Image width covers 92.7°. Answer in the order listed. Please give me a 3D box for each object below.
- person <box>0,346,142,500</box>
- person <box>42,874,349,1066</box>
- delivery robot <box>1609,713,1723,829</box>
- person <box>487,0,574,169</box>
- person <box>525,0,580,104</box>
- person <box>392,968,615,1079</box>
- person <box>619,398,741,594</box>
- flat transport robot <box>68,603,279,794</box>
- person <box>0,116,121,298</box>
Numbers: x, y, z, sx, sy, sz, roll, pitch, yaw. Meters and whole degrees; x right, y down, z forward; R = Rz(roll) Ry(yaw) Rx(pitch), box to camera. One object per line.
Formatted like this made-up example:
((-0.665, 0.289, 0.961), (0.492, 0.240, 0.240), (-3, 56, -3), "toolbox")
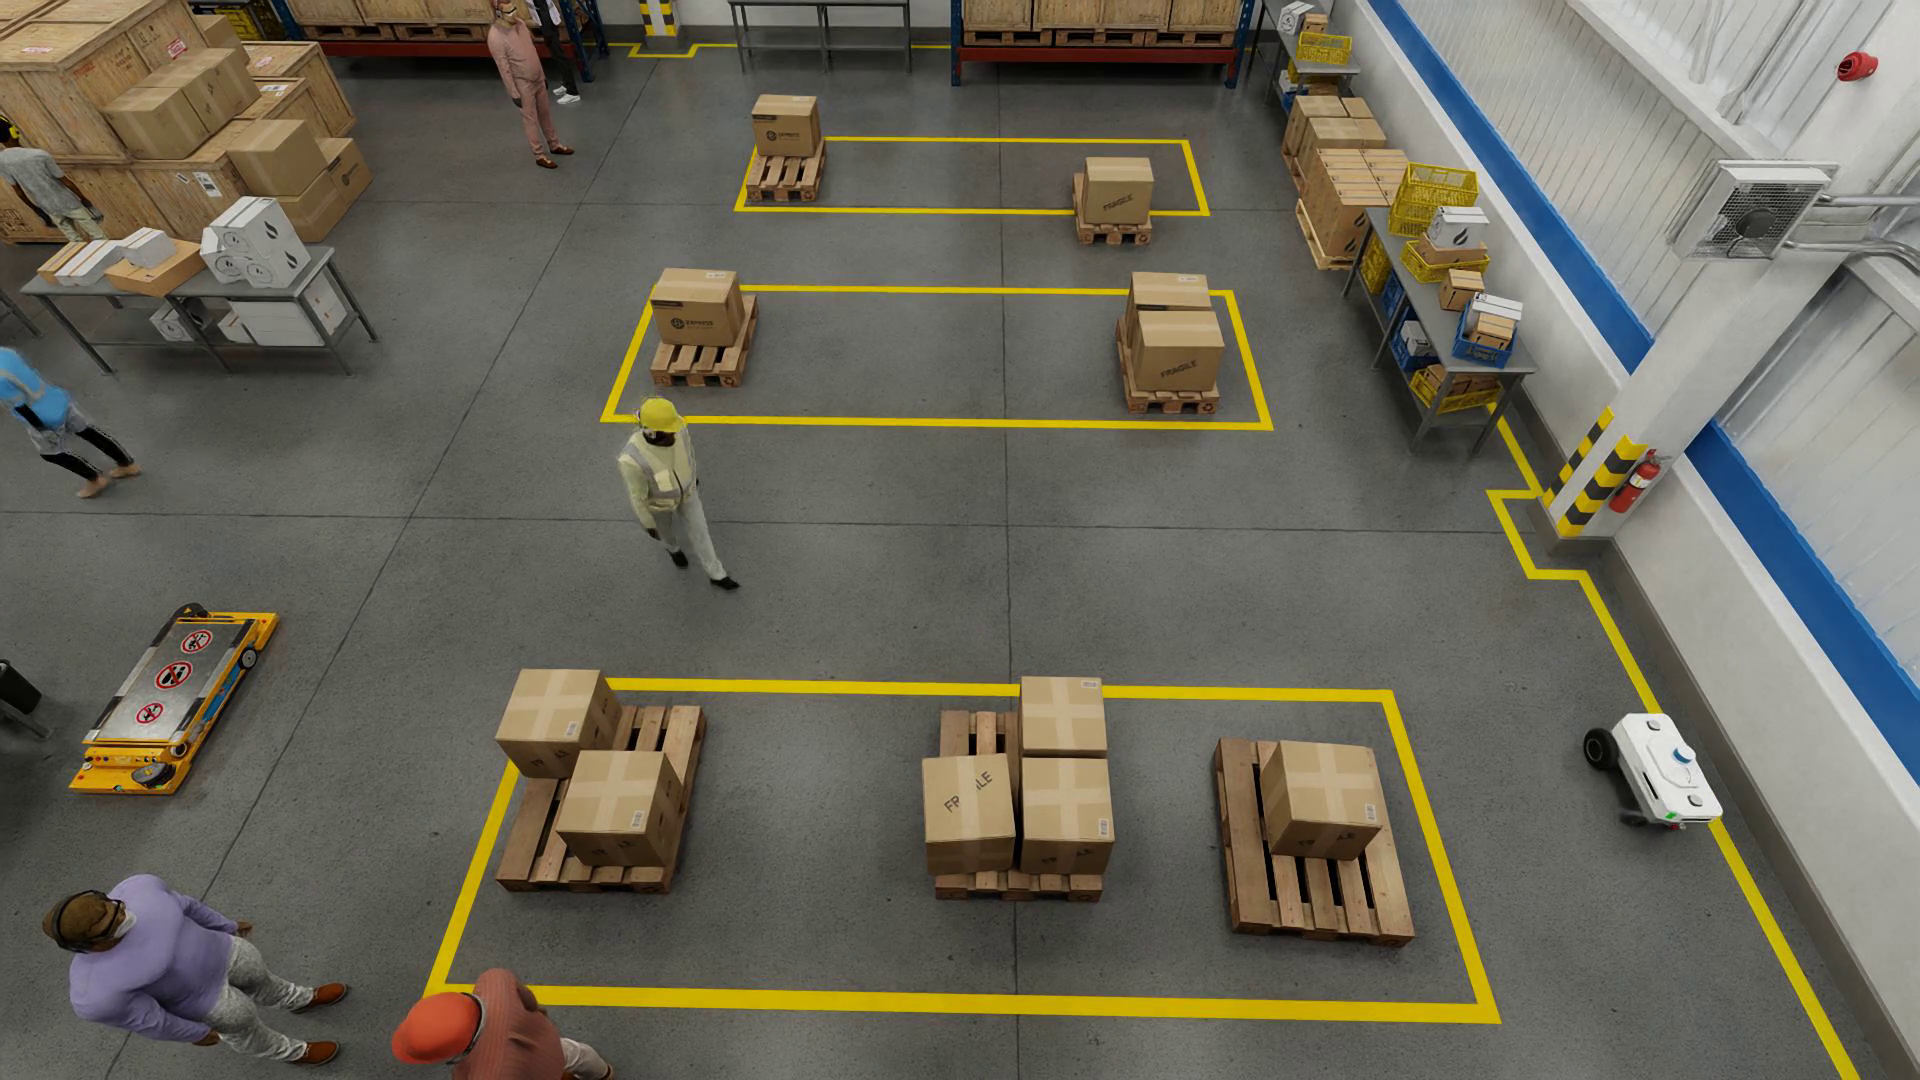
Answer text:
((-7.337, -0.987, 7.272), (0.566, 1.665, 0.597), (-19, 52, -16), "person")
((-3.668, 2.128, 4.464), (0.372, 1.940, 0.630), (-11, 51, -9), "person")
((4.505, 1.470, 5.861), (0.477, 0.478, 0.707), (0, 50, 0), "delivery robot")
((-5.120, -5.418, 10.877), (0.401, 1.899, 0.645), (12, 51, 10), "person")
((-5.415, -6.760, 12.001), (0.390, 1.914, 0.587), (-17, 52, -14), "person")
((-1.991, 2.415, 4.183), (0.373, 1.997, 0.618), (-10, 50, -8), "person")
((-2.049, -0.296, 6.615), (0.892, 1.770, 0.598), (37, 59, 27), "person")
((-5.504, 1.072, 6.442), (0.652, 0.197, 1.431), (1, 50, 1), "flat transport robot")
((-8.866, -3.278, 9.087), (0.508, 1.865, 0.329), (-16, 52, -13), "person")
